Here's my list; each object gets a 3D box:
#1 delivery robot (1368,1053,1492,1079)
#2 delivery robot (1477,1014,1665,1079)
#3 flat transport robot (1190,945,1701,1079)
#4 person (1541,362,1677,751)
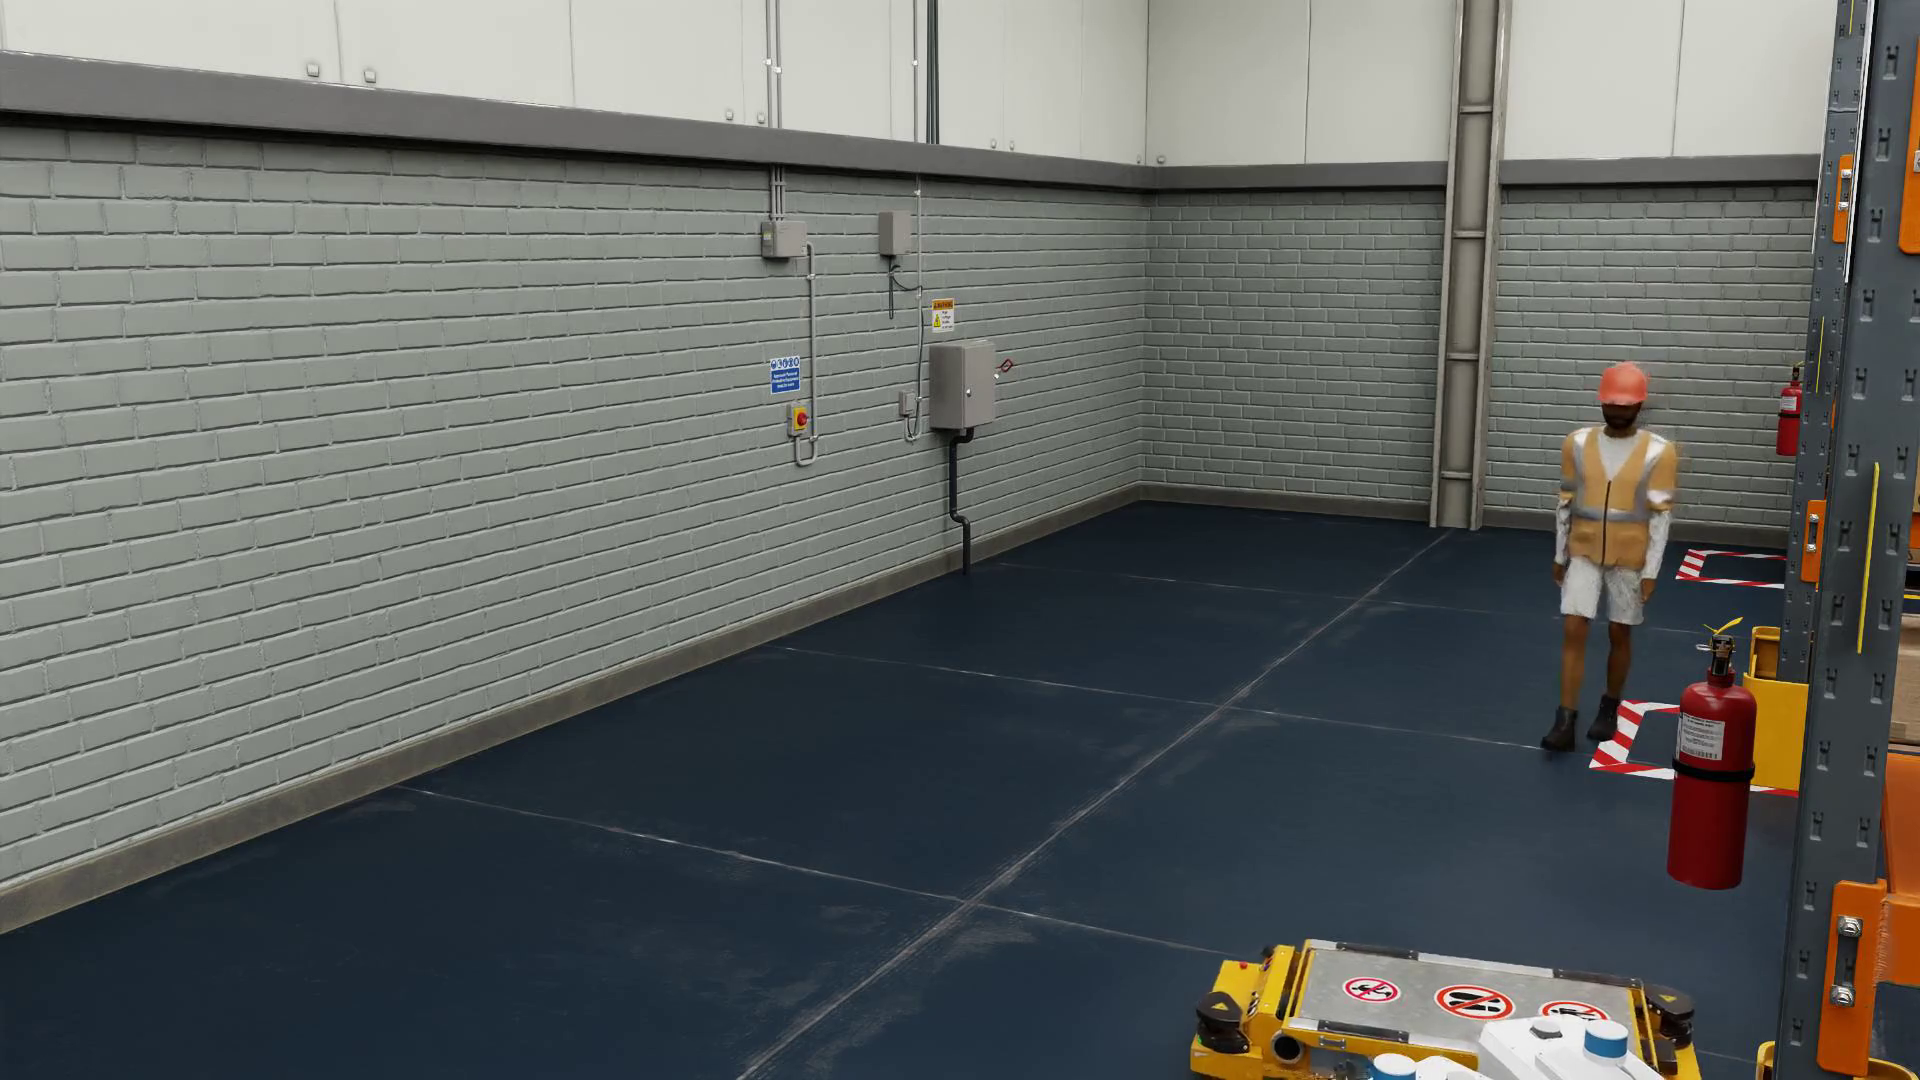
[{"bbox_3d":[1.031,1.477,3.987,0.707,0.478,0.477,-8,13,-36],"label":"delivery robot"},{"bbox_3d":[1.602,1.446,4.160,0.477,0.478,0.707,-2,11,-12],"label":"delivery robot"},{"bbox_3d":[1.463,1.477,5.022,1.431,0.197,0.652,3,11,17],"label":"flat transport robot"},{"bbox_3d":[3.112,0.102,8.050,0.556,1.901,0.871,7,12,32],"label":"person"}]
